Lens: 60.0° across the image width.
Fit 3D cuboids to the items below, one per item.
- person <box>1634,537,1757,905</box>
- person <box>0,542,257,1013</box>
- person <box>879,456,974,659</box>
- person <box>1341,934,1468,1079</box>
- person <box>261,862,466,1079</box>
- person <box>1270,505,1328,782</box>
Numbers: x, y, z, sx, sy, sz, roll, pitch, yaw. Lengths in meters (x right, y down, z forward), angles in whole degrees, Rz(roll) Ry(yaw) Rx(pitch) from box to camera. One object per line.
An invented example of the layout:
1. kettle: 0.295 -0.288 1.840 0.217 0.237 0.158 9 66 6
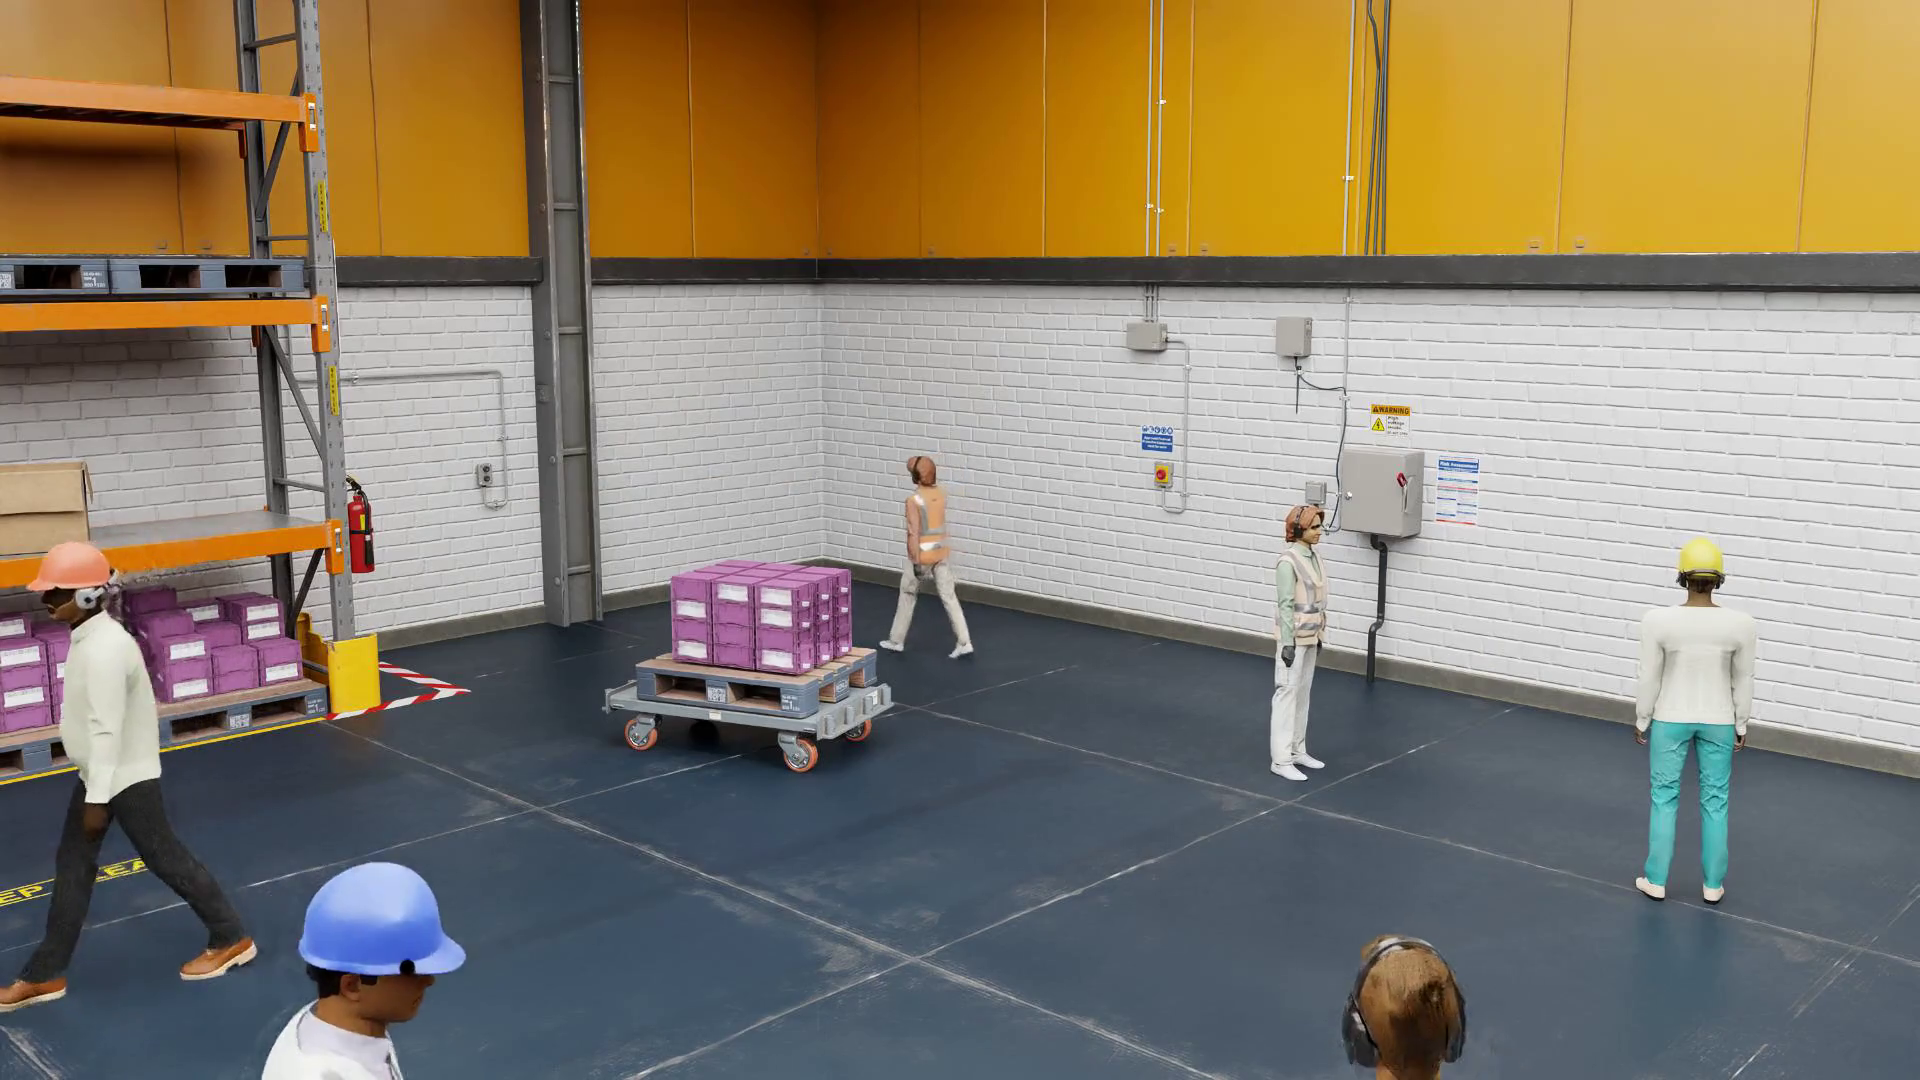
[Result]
1. person: 3.496 0.866 7.950 0.525 1.772 0.308 2 9 13
2. person: -3.493 0.956 6.902 1.038 1.942 0.635 -7 12 -36
3. person: -0.245 0.133 12.983 0.878 1.596 0.506 8 12 40
4. person: 0.823 1.618 3.114 0.521 1.835 0.399 -1 9 -4
5. person: -1.146 1.556 3.256 0.492 1.920 0.602 -4 10 -25
6. person: 2.029 0.603 9.952 0.305 1.639 0.522 6 11 31
